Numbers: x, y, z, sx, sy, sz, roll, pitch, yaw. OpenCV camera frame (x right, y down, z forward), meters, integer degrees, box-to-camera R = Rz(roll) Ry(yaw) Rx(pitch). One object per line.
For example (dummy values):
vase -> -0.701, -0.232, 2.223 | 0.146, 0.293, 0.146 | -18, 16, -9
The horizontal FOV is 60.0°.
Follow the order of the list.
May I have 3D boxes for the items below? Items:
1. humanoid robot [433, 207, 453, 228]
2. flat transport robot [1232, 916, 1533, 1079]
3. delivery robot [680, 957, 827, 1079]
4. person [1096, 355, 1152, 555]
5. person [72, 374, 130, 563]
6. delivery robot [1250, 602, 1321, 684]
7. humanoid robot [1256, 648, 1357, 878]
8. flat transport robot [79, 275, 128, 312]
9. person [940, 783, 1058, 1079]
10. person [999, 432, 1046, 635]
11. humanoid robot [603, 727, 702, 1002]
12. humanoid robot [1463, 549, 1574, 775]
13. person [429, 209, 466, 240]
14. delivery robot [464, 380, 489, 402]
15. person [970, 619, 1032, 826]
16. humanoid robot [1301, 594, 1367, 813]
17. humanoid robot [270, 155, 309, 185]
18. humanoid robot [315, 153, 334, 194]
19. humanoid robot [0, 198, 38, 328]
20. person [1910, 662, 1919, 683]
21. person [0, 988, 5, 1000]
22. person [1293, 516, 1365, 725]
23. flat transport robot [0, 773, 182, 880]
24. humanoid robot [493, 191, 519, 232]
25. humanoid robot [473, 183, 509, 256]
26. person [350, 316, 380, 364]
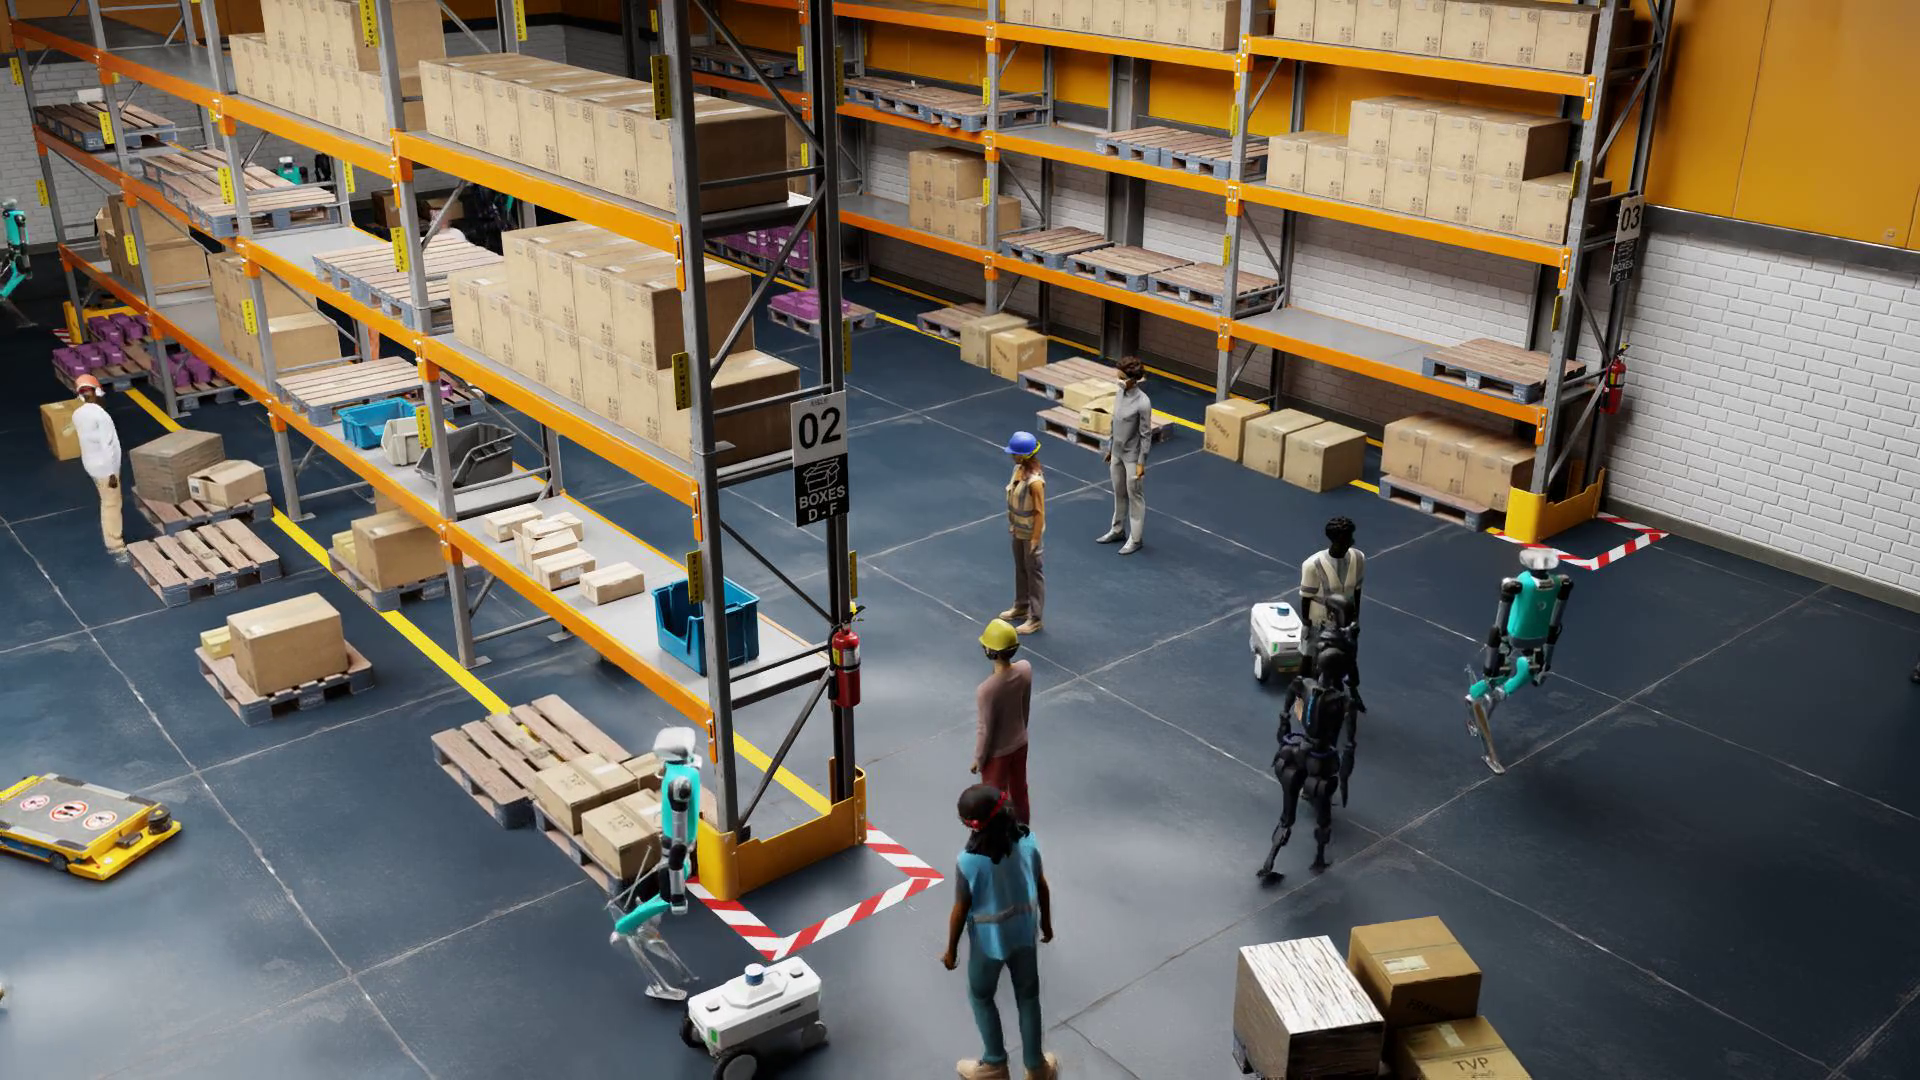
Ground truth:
humanoid robot -> -6.838, -3.631, 22.279 | 0.358, 1.645, 0.612 | 8, 25, 18
flat transport robot -> 2.157, 3.024, 8.642 | 0.659, 0.231, 1.431 | -5, 24, -11
delivery robot -> -1.125, 2.614, 9.211 | 0.757, 0.580, 0.499 | -15, 27, -31
person -> 1.571, -0.799, 15.444 | 0.394, 1.897, 0.535 | -14, 27, -30
person -> -7.869, -0.660, 15.362 | 0.711, 1.705, 0.359 | 20, 30, 38
delivery robot -> 2.596, 0.812, 13.420 | 0.499, 0.609, 0.805 | -2, 23, -5
humanoid robot -> 2.208, 1.435, 10.612 | 0.611, 1.650, 0.595 | -17, 29, -34
flat transport robot -> -11.602, -3.393, 23.501 | 1.431, 0.231, 0.659 | -2, 23, -5
person -> 0.247, 2.113, 8.779 | 0.628, 1.843, 0.446 | -12, 26, -25
person -> 0.541, -0.069, 13.900 | 0.323, 1.776, 0.464 | -10, 25, -21
humanoid robot -> -1.773, 1.903, 9.417 | 0.699, 1.818, 0.540 | -2, 23, -6
humanoid robot -> 3.889, 0.823, 11.989 | 0.561, 1.857, 0.832 | -5, 24, -12
person -> -6.580, -3.326, 21.351 | 1.016, 1.850, 0.643 | 13, 26, 27
delivery robot -> -5.499, -1.877, 19.650 | 0.809, 0.611, 0.499 | -3, 24, -8
person -> 0.259, 1.319, 10.699 | 0.313, 1.769, 0.524 | 18, 29, 35
humanoid robot -> 2.530, 1.105, 11.308 | 0.332, 1.651, 0.594 | 20, 30, 38
humanoid robot -> -10.155, -4.982, 25.391 | 0.530, 1.838, 0.757 | -10, 25, -22
humanoid robot -> -10.335, -5.722, 27.152 | 0.608, 1.641, 0.694 | 12, 26, 25
humanoid robot -> -12.722, -3.608, 22.203 | 0.548, 1.836, 0.688 | 21, 31, 39
person -> 7.804, 0.262, 12.958 | 0.547, 1.924, 0.385 | 14, 27, 30
person -> -5.905, 2.052, 9.181 | 0.863, 1.613, 0.418 | -15, 27, -30
person -> 2.767, 0.596, 12.472 | 0.534, 1.692, 0.320 | -9, 25, -20
flat transport robot -> -6.060, 1.909, 11.222 | 1.431, 0.231, 0.659 | 9, 25, 20
humanoid robot -> -7.459, -5.727, 27.054 | 0.542, 1.735, 0.970 | -19, 29, -36
humanoid robot -> -7.132, -4.833, 25.088 | 0.609, 1.624, 0.684 | 9, 25, 19
person -> -7.184, -2.722, 20.069 | 0.509, 1.755, 0.322 | 15, 28, 31
